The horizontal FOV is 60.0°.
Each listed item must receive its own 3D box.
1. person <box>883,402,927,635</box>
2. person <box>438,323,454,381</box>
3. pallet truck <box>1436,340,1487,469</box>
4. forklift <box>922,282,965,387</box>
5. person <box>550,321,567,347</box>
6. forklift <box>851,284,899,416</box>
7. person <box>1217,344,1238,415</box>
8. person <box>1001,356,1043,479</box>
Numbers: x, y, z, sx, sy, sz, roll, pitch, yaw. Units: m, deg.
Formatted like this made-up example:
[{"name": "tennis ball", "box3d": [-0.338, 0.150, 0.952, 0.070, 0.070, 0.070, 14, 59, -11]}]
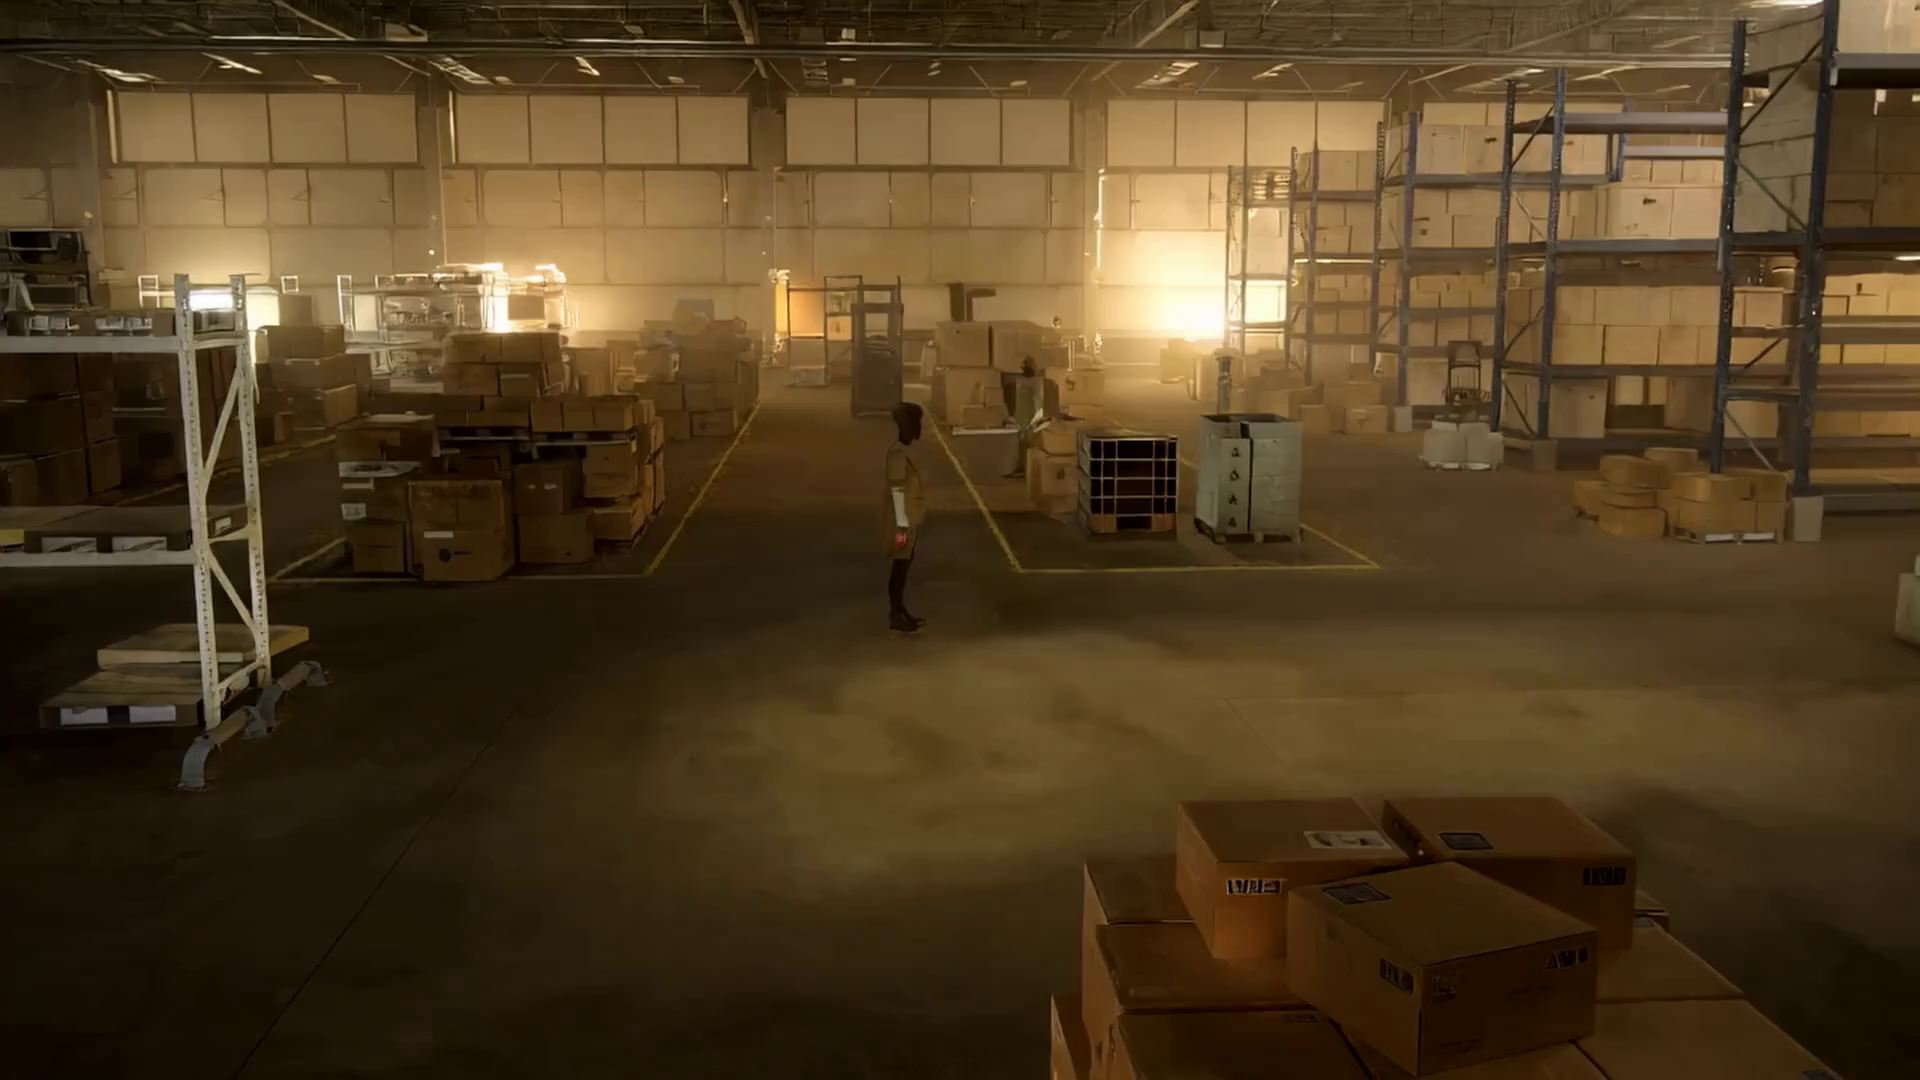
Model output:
[{"name": "person", "box3d": [-0.459, -0.190, 14.082, 0.361, 1.963, 0.613, 1, 9, 5]}, {"name": "person", "box3d": [-12.109, -4.203, 39.533, 1.012, 1.893, 0.639, -8, 12, -40]}, {"name": "pallet truck", "box3d": [8.004, -2.170, 26.422, 0.823, 1.965, 1.885, 2, 9, 14]}, {"name": "forklift", "box3d": [-0.079, -5.568, 44.994, 1.873, 2.768, 1.129, -1, 9, -4]}, {"name": "person", "box3d": [-9.582, -4.225, 39.504, 0.362, 1.939, 0.543, 6, 11, 34]}, {"name": "forklift", "box3d": [-1.791, -4.126, 35.936, 1.129, 2.768, 1.873, -1, 9, -5]}, {"name": "person", "box3d": [5.559, -3.228, 34.264, 0.533, 1.604, 0.764, 9, 13, 44]}, {"name": "person", "box3d": [1.058, -1.816, 24.731, 0.877, 1.835, 0.550, -5, 10, -29]}]
